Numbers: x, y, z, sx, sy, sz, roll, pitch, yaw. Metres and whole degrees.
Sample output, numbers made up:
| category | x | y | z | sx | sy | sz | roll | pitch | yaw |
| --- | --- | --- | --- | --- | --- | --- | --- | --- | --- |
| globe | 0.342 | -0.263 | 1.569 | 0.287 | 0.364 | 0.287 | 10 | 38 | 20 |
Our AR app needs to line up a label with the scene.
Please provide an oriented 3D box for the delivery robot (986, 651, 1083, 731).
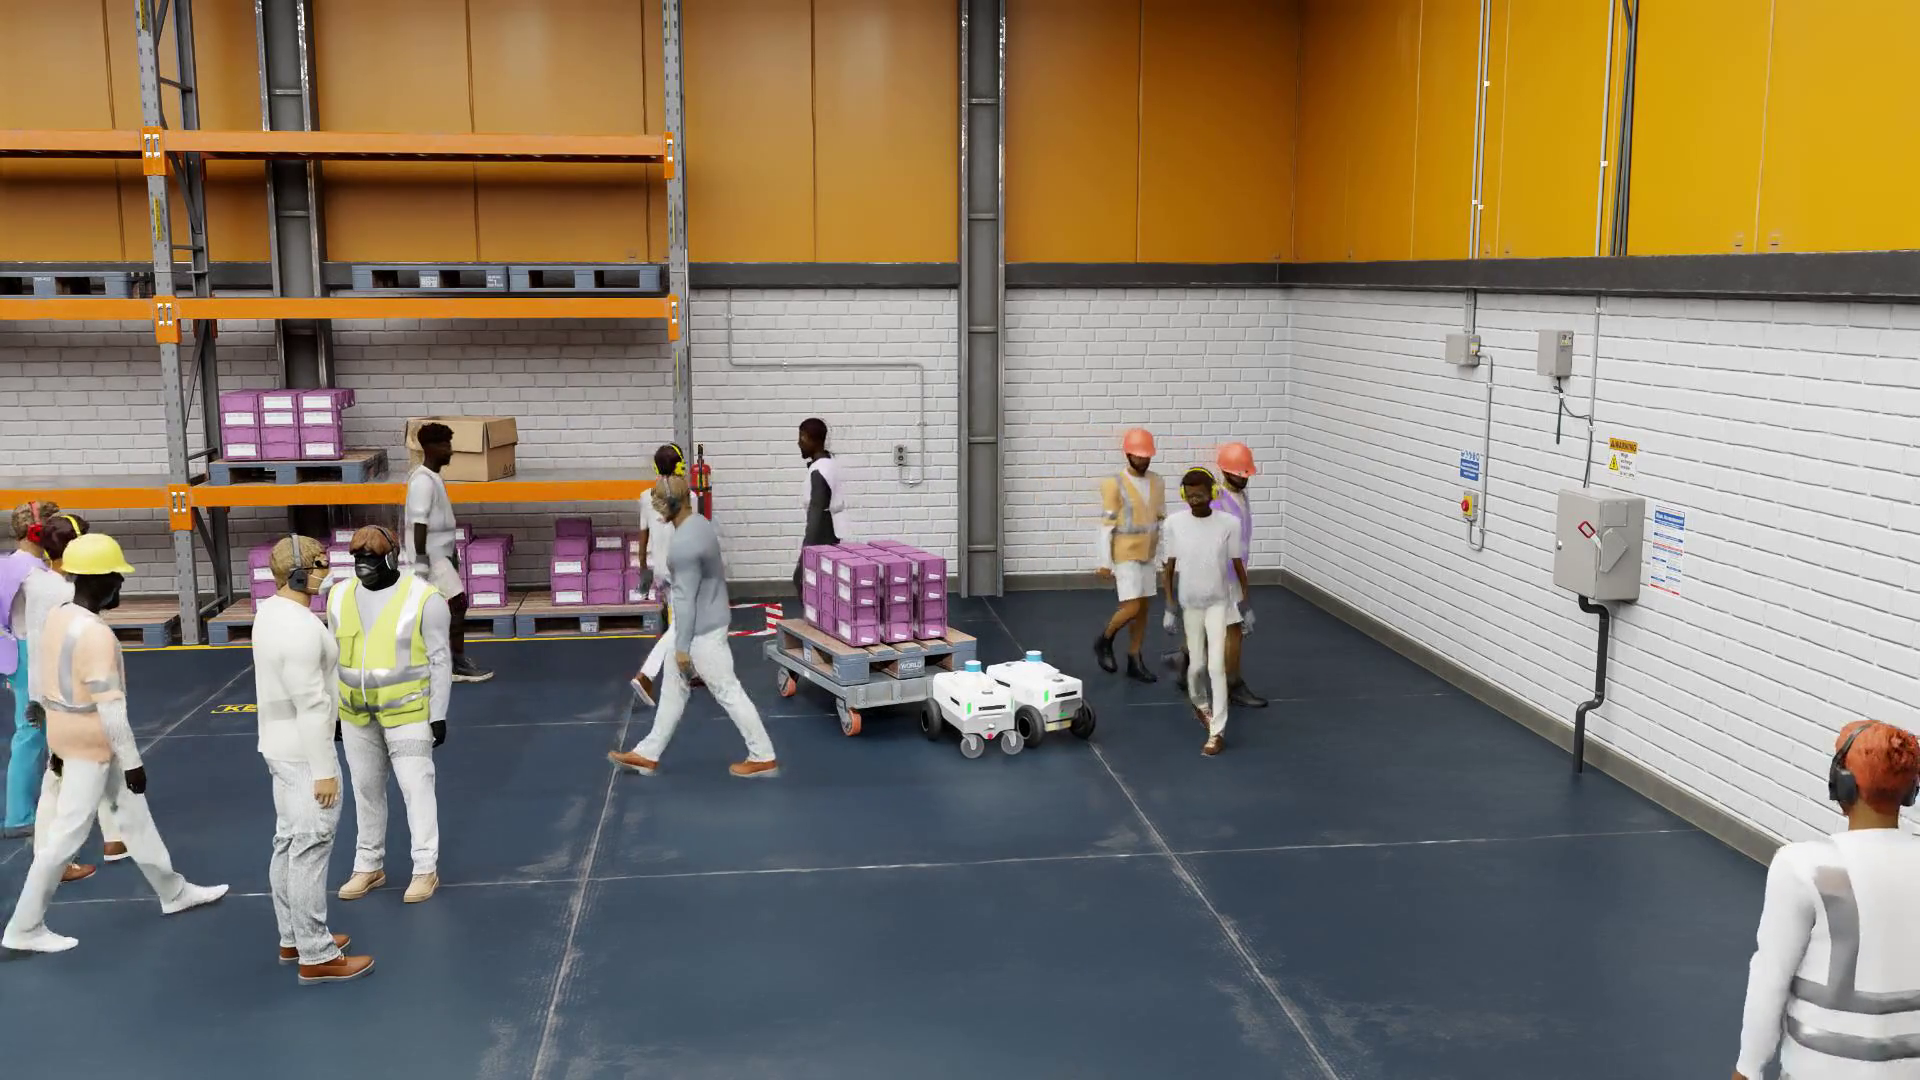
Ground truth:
| category | x | y | z | sx | sy | sz | roll | pitch | yaw |
| --- | --- | --- | --- | --- | --- | --- | --- | --- | --- |
| delivery robot | 0.481 | 0.969 | 10.903 | 0.477 | 0.478 | 0.707 | -6 | 11 | -34 |

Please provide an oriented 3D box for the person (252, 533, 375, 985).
| category | x | y | z | sx | sy | sz | roll | pitch | yaw |
| --- | --- | --- | --- | --- | --- | --- | --- | --- | --- |
| person | -2.806 | 0.929 | 7.140 | 0.368 | 1.939 | 0.633 | -6 | 11 | -35 |

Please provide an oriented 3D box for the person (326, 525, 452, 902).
| category | x | y | z | sx | sy | sz | roll | pitch | yaw |
| --- | --- | --- | --- | --- | --- | --- | --- | --- | --- |
| person | -2.772 | 0.836 | 8.026 | 0.634 | 1.841 | 0.429 | 1 | 9 | 8 |

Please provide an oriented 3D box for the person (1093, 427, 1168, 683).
| category | x | y | z | sx | sy | sz | roll | pitch | yaw |
| --- | --- | --- | --- | --- | --- | --- | --- | --- | --- |
| person | 1.286 | 0.113 | 12.310 | 0.553 | 1.918 | 0.484 | -7 | 12 | -38 |

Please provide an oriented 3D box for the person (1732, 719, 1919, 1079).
| category | x | y | z | sx | sy | sz | roll | pitch | yaw |
| --- | --- | --- | --- | --- | --- | --- | --- | --- | --- |
| person | 2.400 | 1.408 | 4.383 | 0.586 | 1.863 | 0.669 | -1 | 9 | -9 |

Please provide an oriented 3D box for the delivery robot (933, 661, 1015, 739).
| category | x | y | z | sx | sy | sz | roll | pitch | yaw |
| --- | --- | --- | --- | --- | --- | --- | --- | --- | --- |
| delivery robot | 0.085 | 1.015 | 10.616 | 0.477 | 0.478 | 0.707 | -3 | 10 | -19 |

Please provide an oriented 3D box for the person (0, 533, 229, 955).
| category | x | y | z | sx | sy | sz | roll | pitch | yaw |
| --- | --- | --- | --- | --- | --- | --- | --- | --- | --- |
| person | -3.907 | 0.901 | 7.527 | 0.992 | 1.875 | 0.617 | -7 | 12 | -39 |

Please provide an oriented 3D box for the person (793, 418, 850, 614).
| category | x | y | z | sx | sy | sz | roll | pitch | yaw |
| --- | --- | --- | --- | --- | --- | --- | --- | --- | --- |
| person | -1.179 | -0.017 | 13.165 | 0.629 | 1.897 | 0.629 | 0 | 9 | -2 |

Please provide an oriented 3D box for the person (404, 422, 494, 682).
| category | x | y | z | sx | sy | sz | roll | pitch | yaw |
| --- | --- | --- | --- | --- | --- | --- | --- | --- | --- |
| person | -3.767 | 0.099 | 12.294 | 0.760 | 1.939 | 0.644 | -2 | 9 | -13 |

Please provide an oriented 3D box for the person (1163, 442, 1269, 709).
| category | x | y | z | sx | sy | sz | roll | pitch | yaw |
| --- | --- | --- | --- | --- | --- | --- | --- | --- | --- |
| person | 1.791 | 0.234 | 11.626 | 0.707 | 1.893 | 0.570 | 6 | 11 | 32 |

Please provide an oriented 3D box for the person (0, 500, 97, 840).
| category | x | y | z | sx | sy | sz | roll | pitch | yaw |
| --- | --- | --- | --- | --- | --- | --- | --- | --- | --- |
| person | -4.882 | 0.692 | 9.000 | 0.732 | 1.817 | 0.572 | -6 | 11 | -33 |

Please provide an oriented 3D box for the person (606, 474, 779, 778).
| category | x | y | z | sx | sy | sz | roll | pitch | yaw |
| --- | --- | --- | --- | --- | --- | --- | --- | --- | --- |
| person | -1.577 | 0.529 | 9.916 | 1.038 | 1.863 | 0.676 | -1 | 9 | -4 |

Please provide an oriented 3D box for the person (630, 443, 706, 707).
| category | x | y | z | sx | sy | sz | roll | pitch | yaw |
| --- | --- | --- | --- | --- | --- | --- | --- | --- | --- |
| person | -2.077 | 0.238 | 11.812 | 0.510 | 1.831 | 0.888 | 6 | 11 | 32 |

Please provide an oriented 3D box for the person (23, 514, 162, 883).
| category | x | y | z | sx | sy | sz | roll | pitch | yaw |
| --- | --- | --- | --- | --- | --- | --- | --- | --- | --- |
| person | -4.347 | 0.784 | 8.340 | 0.572 | 1.832 | 0.783 | 8 | 12 | 42 |

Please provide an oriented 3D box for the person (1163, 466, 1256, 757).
| category | x | y | z | sx | sy | sz | roll | pitch | yaw |
| --- | --- | --- | --- | --- | --- | --- | --- | --- | --- |
| person | 1.607 | 0.416 | 10.713 | 0.589 | 1.832 | 0.782 | 2 | 9 | 13 |
